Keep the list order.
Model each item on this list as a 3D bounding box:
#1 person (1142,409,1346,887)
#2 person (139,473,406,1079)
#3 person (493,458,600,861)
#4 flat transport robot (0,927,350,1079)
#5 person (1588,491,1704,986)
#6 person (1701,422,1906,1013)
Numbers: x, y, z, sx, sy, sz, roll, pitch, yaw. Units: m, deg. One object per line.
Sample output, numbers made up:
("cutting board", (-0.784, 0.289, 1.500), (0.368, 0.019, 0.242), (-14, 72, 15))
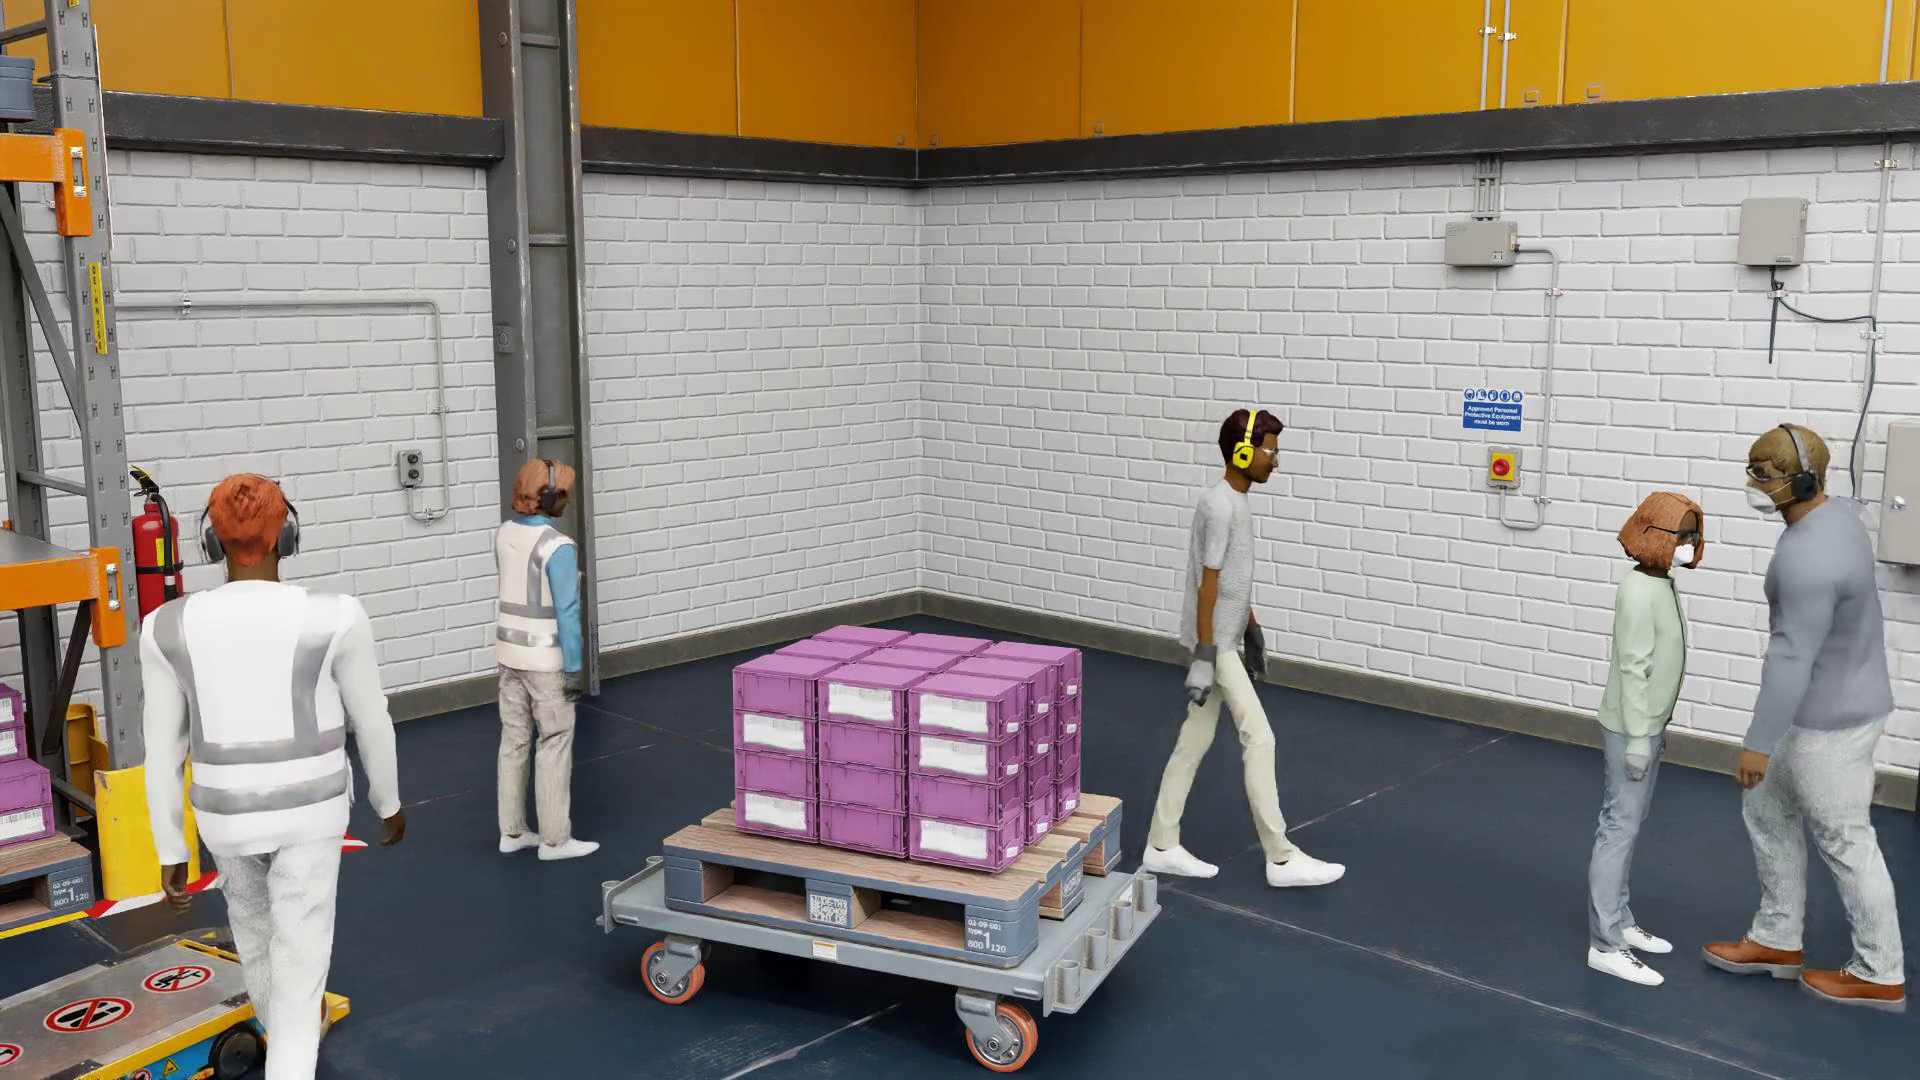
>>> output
("person", (1.119, 0.424, 6.374), (0.891, 1.820, 0.534), (2, 9, 10))
("person", (-1.808, 0.730, 4.467), (0.580, 1.835, 0.968), (-1, 9, -4))
("person", (-1.663, 0.487, 6.607), (0.528, 1.630, 0.334), (9, 13, 42))
("flat transport robot", (-2.535, 1.468, 4.717), (0.652, 0.197, 1.431), (5, 11, 29))
("person", (2.303, 0.646, 5.598), (0.286, 1.632, 0.500), (6, 11, 31))
("person", (2.715, 0.571, 5.284), (0.721, 1.883, 0.653), (5, 11, 29))
